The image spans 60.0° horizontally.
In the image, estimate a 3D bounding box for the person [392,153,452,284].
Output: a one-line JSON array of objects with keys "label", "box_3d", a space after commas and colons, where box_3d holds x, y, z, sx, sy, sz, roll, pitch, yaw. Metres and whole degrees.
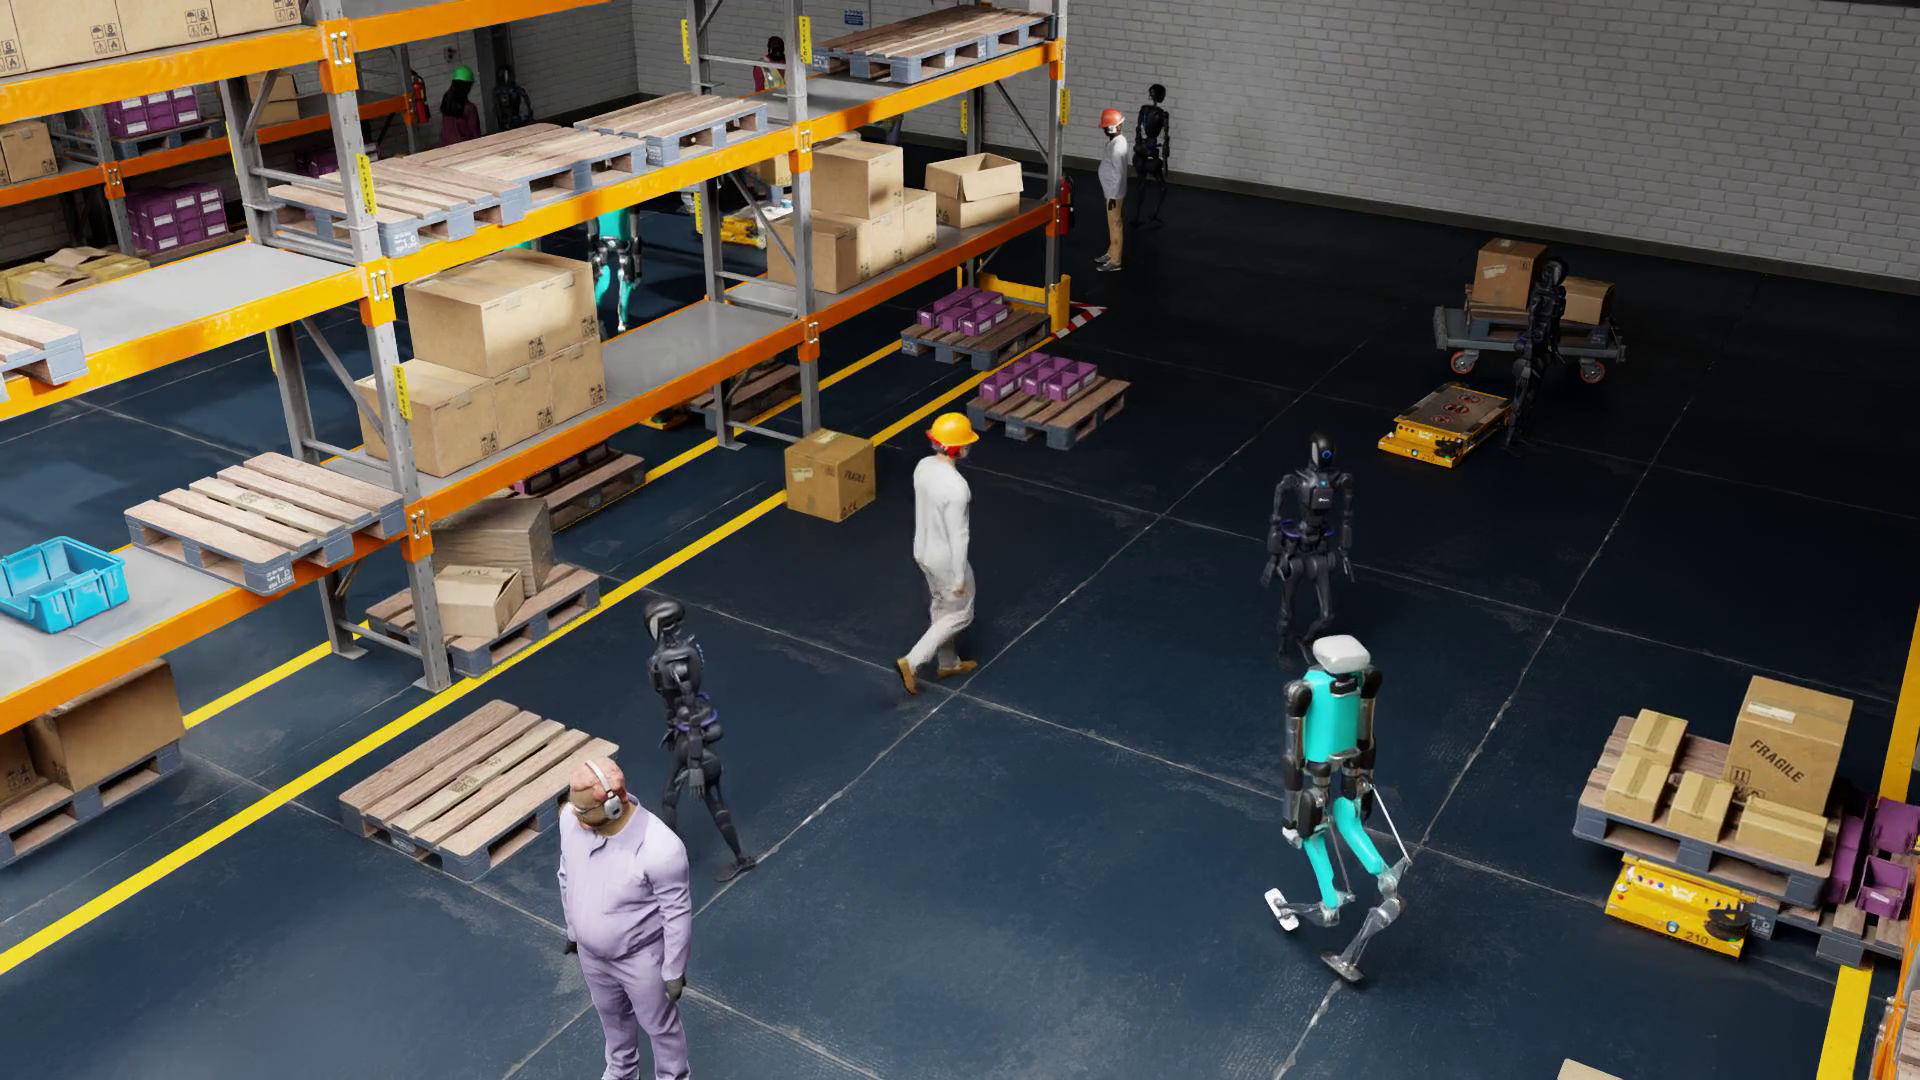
[{"label": "person", "box_3d": [-5.127, -2.643, 15.579, 0.653, 1.918, 0.743, 0, 27, 1]}]

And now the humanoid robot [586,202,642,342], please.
[{"label": "humanoid robot", "box_3d": [-3.244, -2.418, 15.370, 0.543, 1.809, 0.766, 4, 27, 8]}]

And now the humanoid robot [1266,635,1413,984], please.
[{"label": "humanoid robot", "box_3d": [1.863, 1.342, 7.911, 0.562, 1.733, 0.918, -13, 30, -24]}]

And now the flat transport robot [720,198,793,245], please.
[{"label": "flat transport robot", "box_3d": [-2.281, -3.783, 19.652, 0.659, 0.231, 1.431, 13, 30, 24]}]

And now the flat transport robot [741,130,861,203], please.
[{"label": "flat transport robot", "box_3d": [-1.982, -4.278, 20.628, 0.659, 0.231, 1.431, -14, 30, -25]}]

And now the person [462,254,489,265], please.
[{"label": "person", "box_3d": [-3.889, -1.724, 13.881, 0.582, 1.820, 0.666, 0, 27, 0]}]

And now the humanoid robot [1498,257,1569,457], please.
[{"label": "humanoid robot", "box_3d": [4.733, -1.517, 13.618, 0.315, 1.655, 0.599, 24, 35, 39]}]

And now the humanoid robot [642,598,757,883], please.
[{"label": "humanoid robot", "box_3d": [-1.410, 1.043, 8.601, 0.598, 1.630, 0.611, -10, 29, -19]}]

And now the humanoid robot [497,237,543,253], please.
[{"label": "humanoid robot", "box_3d": [-4.068, -2.228, 14.975, 0.555, 1.802, 0.688, 15, 31, 27]}]

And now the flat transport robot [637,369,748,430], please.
[{"label": "flat transport robot", "box_3d": [-2.424, -1.348, 14.854, 0.659, 0.231, 1.431, 16, 31, 29]}]

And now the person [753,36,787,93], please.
[{"label": "person", "box_3d": [-2.328, -5.555, 21.422, 0.635, 1.833, 0.429, -18, 32, -31]}]

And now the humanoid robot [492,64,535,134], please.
[{"label": "humanoid robot", "box_3d": [-5.499, -5.049, 20.593, 0.608, 1.651, 0.342, 9, 28, 17]}]

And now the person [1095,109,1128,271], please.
[{"label": "person", "box_3d": [1.641, -3.802, 18.059, 0.342, 1.741, 0.561, 2, 27, 4]}]

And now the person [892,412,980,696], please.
[{"label": "person", "box_3d": [-0.152, 0.101, 10.228, 0.618, 1.874, 0.575, -17, 31, -30]}]

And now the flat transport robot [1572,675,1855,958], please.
[{"label": "flat transport robot", "box_3d": [3.974, 1.662, 8.922, 0.659, 0.231, 1.431, 16, 31, 28]}]

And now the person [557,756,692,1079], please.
[{"label": "person", "box_3d": [-1.426, 1.721, 7.005, 0.648, 1.901, 0.404, 15, 31, 27]}]

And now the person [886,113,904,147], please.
[{"label": "person", "box_3d": [-0.861, -5.322, 21.188, 0.291, 1.628, 0.533, 2, 27, 3]}]

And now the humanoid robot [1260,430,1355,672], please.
[{"label": "humanoid robot", "box_3d": [2.186, 0.086, 10.464, 0.600, 1.647, 0.343, -5, 27, -10]}]

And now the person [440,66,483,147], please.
[{"label": "person", "box_3d": [-5.699, -4.503, 19.259, 0.513, 1.906, 0.697, 17, 31, 30]}]

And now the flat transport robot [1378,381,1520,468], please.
[{"label": "flat transport robot", "box_3d": [4.180, -0.992, 14.152, 0.659, 0.231, 1.431, 20, 33, 34]}]

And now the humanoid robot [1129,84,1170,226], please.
[{"label": "humanoid robot", "box_3d": [2.235, -4.530, 19.578, 0.426, 1.645, 0.585, -19, 32, -32]}]

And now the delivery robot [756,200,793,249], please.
[{"label": "delivery robot", "box_3d": [-1.926, -3.543, 18.885, 0.803, 0.614, 0.499, 13, 30, 24]}]
